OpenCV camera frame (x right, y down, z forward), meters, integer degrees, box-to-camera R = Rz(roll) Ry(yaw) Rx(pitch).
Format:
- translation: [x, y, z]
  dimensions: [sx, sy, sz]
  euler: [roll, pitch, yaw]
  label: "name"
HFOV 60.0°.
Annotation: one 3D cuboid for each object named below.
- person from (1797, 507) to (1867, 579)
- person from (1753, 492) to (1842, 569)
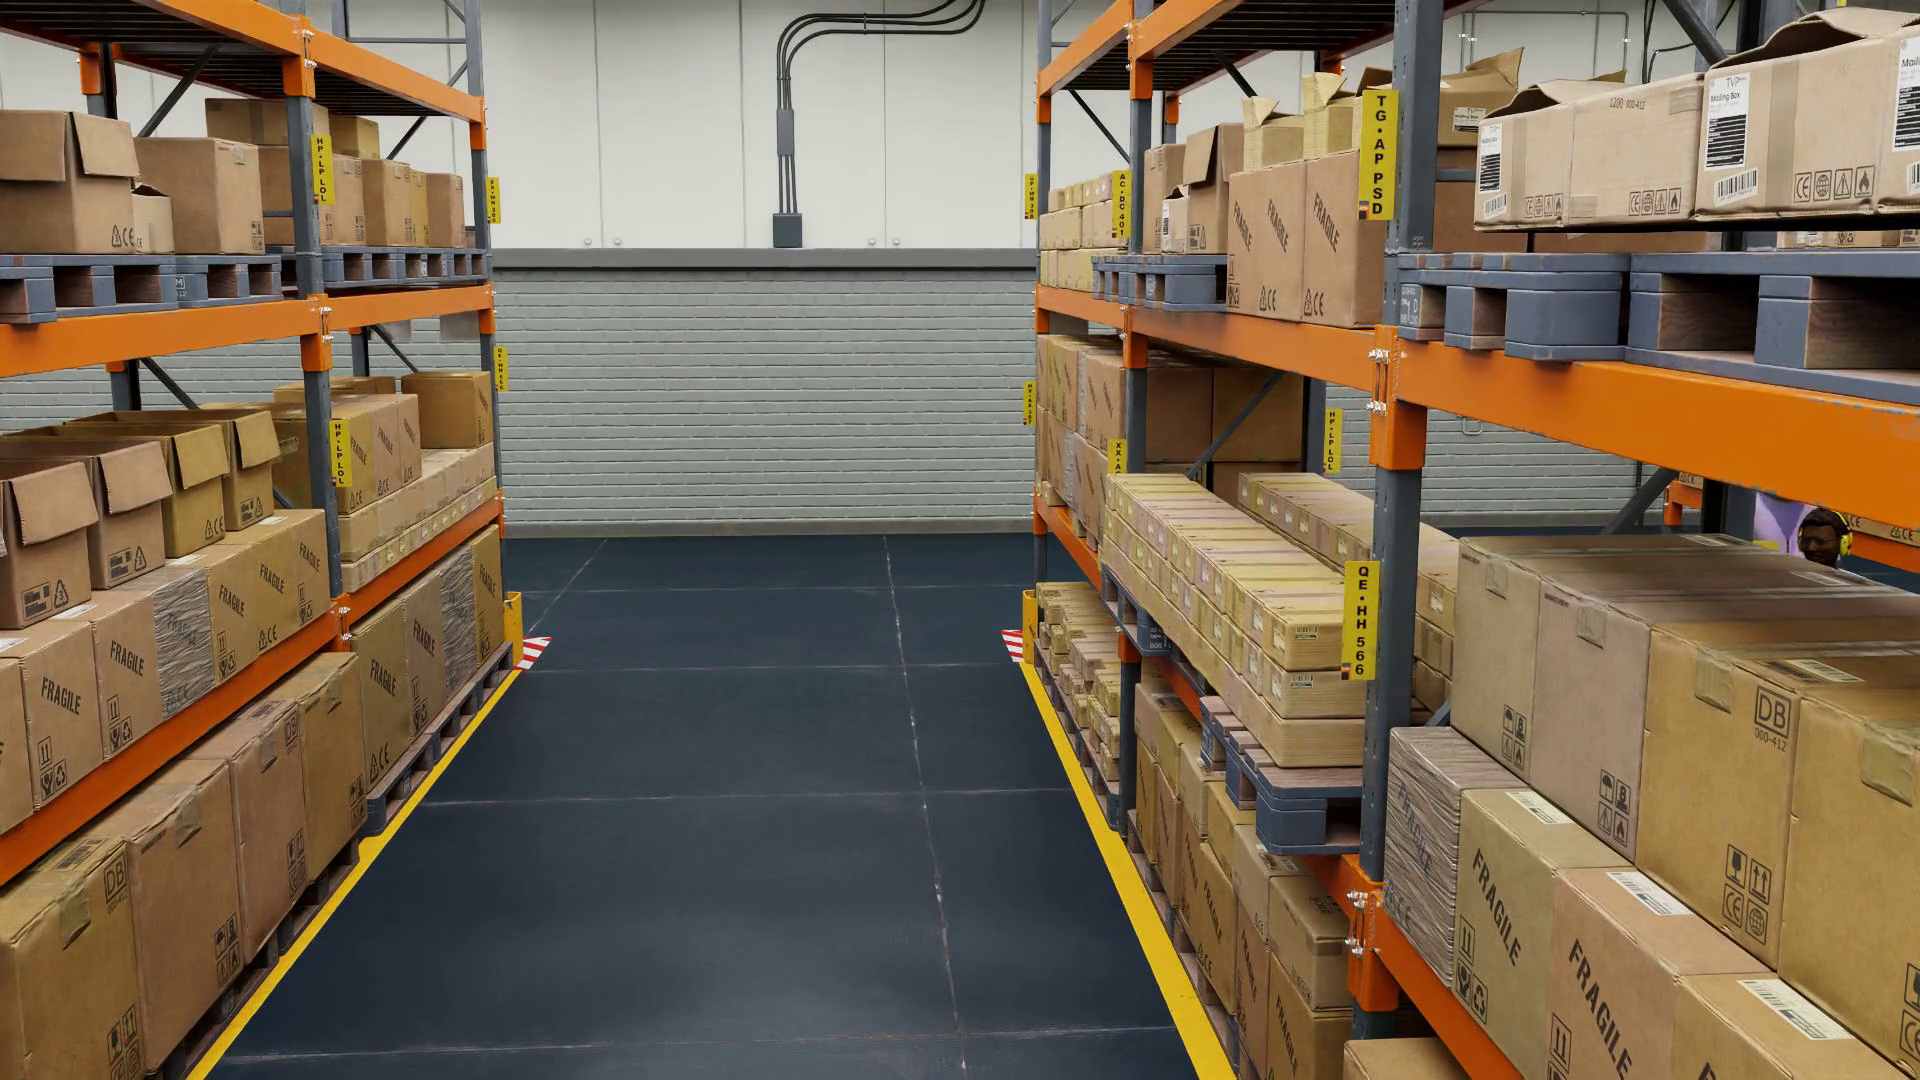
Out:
- translation: [4.076, 0.762, 7.957]
  dimensions: [0.514, 1.872, 0.332]
  euler: [9, 13, 43]
  label: "person"
- translation: [4.773, 0.406, 9.645]
  dimensions: [0.627, 2.012, 0.863]
  euler: [1, 10, 5]
  label: "person"
